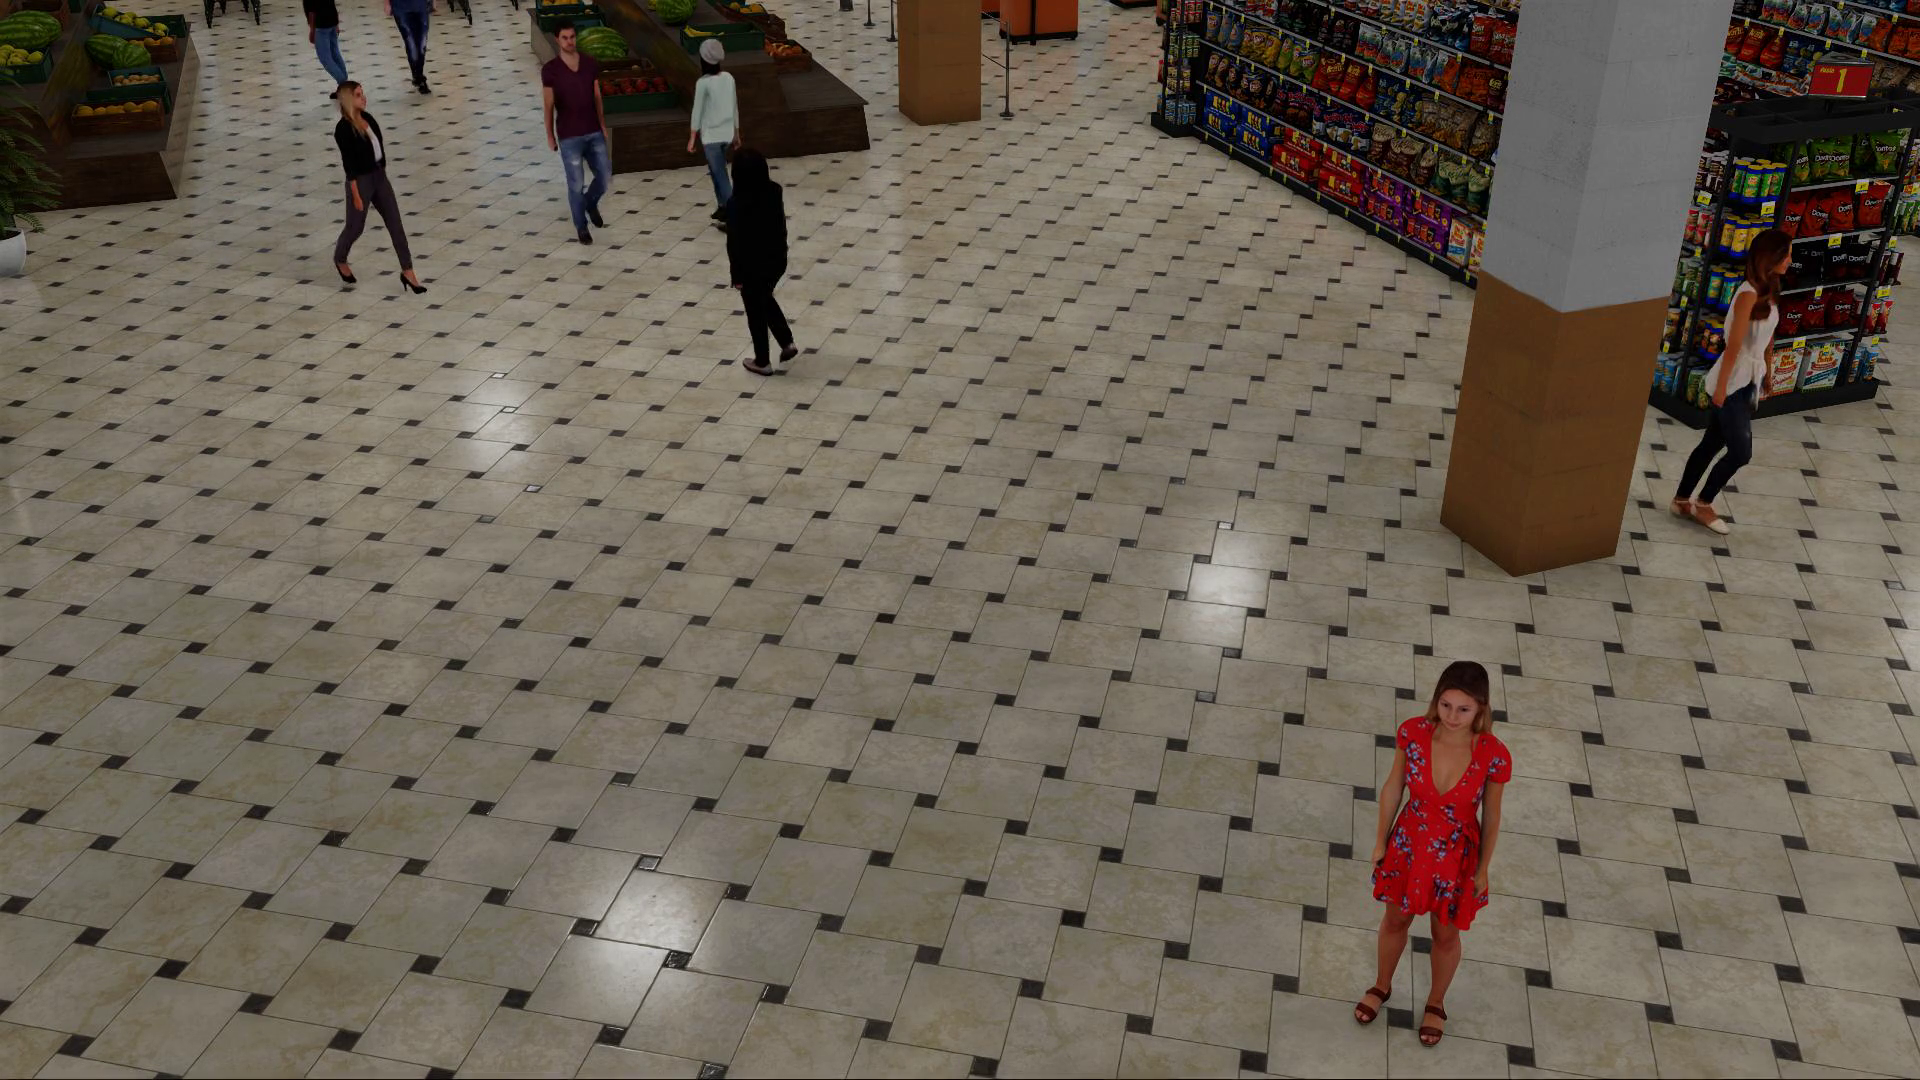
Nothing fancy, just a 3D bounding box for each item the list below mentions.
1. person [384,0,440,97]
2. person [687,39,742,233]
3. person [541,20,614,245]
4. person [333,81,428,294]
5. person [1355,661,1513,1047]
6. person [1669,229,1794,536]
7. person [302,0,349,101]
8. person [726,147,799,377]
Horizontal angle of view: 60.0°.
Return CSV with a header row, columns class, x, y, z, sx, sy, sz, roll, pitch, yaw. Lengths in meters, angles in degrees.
class,x,y,z,sx,sy,sz,roll,pitch,yaw
person,-6.160,-5.907,18.538,0.941,1.797,1.074,-22,36,-34
person,-2.000,-3.400,14.119,0.843,1.632,0.773,18,33,29
person,-3.226,-3.439,13.969,0.735,1.843,0.790,-16,32,-26
person,-4.639,-2.674,12.791,1.070,1.629,1.049,10,30,17
person,1.693,1.106,5.905,0.657,1.593,0.727,15,32,25
person,4.272,-0.896,9.389,0.771,1.769,0.736,22,36,35
person,-6.842,-5.546,17.986,0.840,1.692,0.792,8,30,14
person,-1.306,-1.866,11.332,0.861,1.608,0.811,21,35,34
